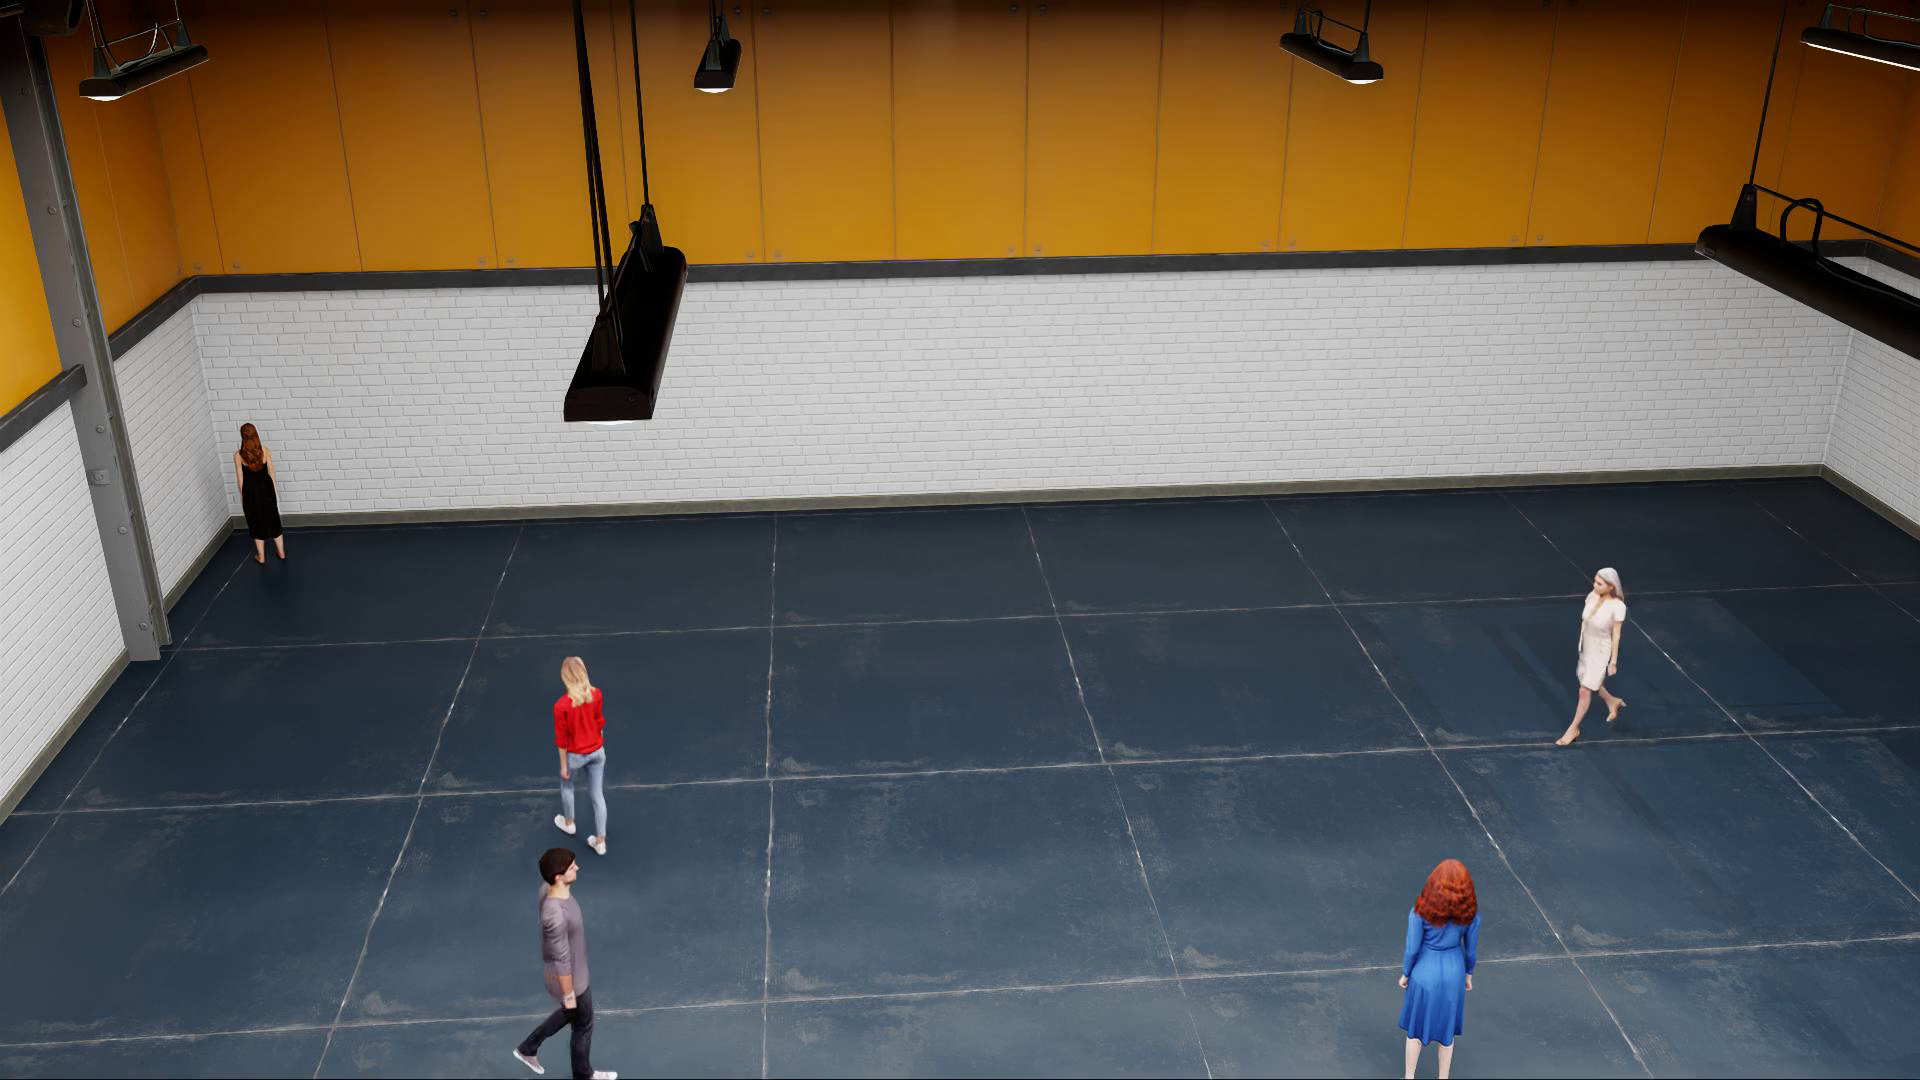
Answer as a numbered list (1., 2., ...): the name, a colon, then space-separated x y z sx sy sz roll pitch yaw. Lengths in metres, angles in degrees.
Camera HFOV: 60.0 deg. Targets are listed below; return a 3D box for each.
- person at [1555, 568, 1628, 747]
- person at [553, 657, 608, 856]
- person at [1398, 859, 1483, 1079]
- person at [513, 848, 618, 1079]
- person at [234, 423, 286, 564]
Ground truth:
1. person: 5.756 1.037 14.897 0.830 1.715 1.009 -8 25 -18
2. person: -2.969 1.759 13.292 0.924 1.679 1.015 -20 30 -38
3. person: 3.043 2.834 10.646 0.651 1.828 0.614 2 24 4
4. person: -2.618 2.805 10.704 0.841 1.834 0.880 -7 25 -16
5. person: -7.843 -0.528 18.593 0.664 1.623 0.707 -17 29 -34
